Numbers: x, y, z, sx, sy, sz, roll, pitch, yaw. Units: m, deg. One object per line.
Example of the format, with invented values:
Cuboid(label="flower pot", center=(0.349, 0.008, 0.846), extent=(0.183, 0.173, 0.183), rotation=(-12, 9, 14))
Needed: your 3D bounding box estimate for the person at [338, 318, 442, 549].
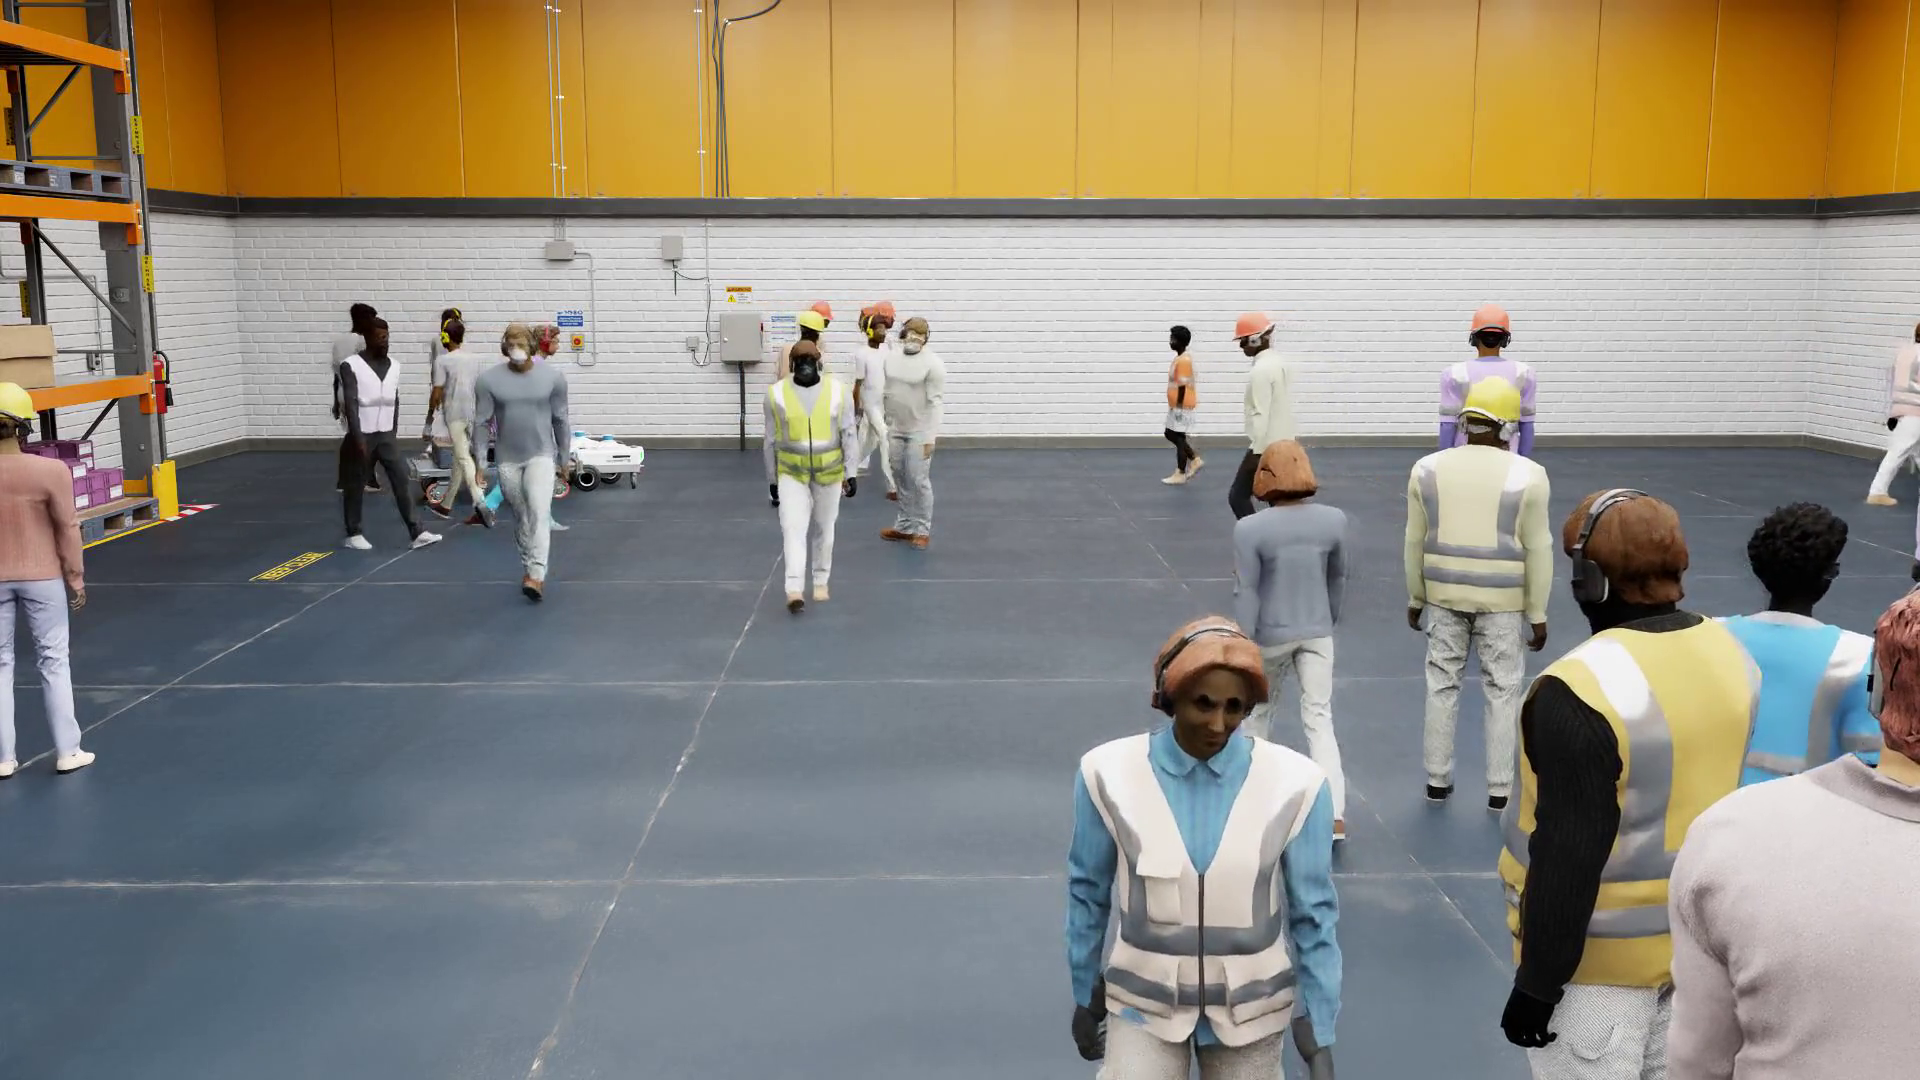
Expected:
Cuboid(label="person", center=(-4.633, -0.828, 13.311), extent=(0.967, 1.874, 0.614), rotation=(6, 11, 31))

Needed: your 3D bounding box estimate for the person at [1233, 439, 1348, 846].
Cuboid(label="person", center=(1.334, 0.396, 6.645), extent=(0.502, 1.595, 0.831), rotation=(-1, 9, -9))

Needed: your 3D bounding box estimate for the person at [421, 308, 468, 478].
Cuboid(label="person", center=(-5.490, -1.568, 17.906), extent=(0.533, 1.853, 0.639), rotation=(5, 10, 26))

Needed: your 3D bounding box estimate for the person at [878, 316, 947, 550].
Cuboid(label="person", center=(-0.417, -0.870, 13.507), extent=(0.795, 1.893, 0.436), rotation=(9, 13, 44))

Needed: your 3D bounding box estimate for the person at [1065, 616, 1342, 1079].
Cuboid(label="person", center=(0.462, 0.941, 3.219), extent=(0.519, 1.621, 0.413), rotation=(1, 9, 6))

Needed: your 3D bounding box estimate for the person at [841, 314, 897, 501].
Cuboid(label="person", center=(-0.873, -1.308, 16.387), extent=(0.954, 1.836, 0.518), rotation=(5, 10, 26))

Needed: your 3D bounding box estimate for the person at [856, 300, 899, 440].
Cuboid(label="person", center=(-0.968, -1.798, 19.144), extent=(0.792, 1.913, 0.549), rotation=(0, 9, 3))

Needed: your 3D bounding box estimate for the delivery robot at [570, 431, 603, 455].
Cuboid(label="delivery robot", center=(-4.003, -0.907, 17.529), extent=(0.707, 0.478, 0.477), rotation=(-6, 11, -33))

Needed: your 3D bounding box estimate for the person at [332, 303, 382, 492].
Cuboid(label="person", center=(-6.036, -1.434, 16.857), extent=(0.633, 1.926, 0.526), rotation=(6, 11, 33))

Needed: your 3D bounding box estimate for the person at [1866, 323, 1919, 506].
Cuboid(label="person", center=(9.190, -1.204, 15.909), extent=(0.995, 1.783, 0.611), rotation=(0, 9, 3))

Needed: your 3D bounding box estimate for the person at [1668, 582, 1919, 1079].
Cuboid(label="person", center=(1.241, 0.974, 2.148), extent=(0.405, 1.911, 0.636), rotation=(-7, 11, -36))

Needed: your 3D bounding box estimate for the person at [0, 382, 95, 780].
Cuboid(label="person", center=(-4.196, 0.184, 7.428), extent=(0.533, 1.767, 0.327), rotation=(-3, 10, -16))

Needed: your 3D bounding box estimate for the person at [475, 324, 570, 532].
Cuboid(label="person", center=(-3.732, -0.931, 14.153), extent=(0.716, 1.805, 0.577), rotation=(-7, 11, -35))

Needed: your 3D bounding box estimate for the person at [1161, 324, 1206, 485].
Cuboid(label="person", center=(2.322, -1.406, 17.405), extent=(0.393, 1.681, 0.551), rotation=(1, 9, 5))

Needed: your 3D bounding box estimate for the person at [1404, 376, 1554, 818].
Cuboid(label="person", center=(2.160, 0.237, 6.936), extent=(0.618, 1.824, 0.403), rotation=(6, 11, 33))

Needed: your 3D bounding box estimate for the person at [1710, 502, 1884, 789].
Cuboid(label="person", center=(2.075, 0.741, 4.225), extent=(0.367, 1.684, 0.551), rotation=(-8, 12, -41))

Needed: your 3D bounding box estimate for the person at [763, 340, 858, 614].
Cuboid(label="person", center=(-0.990, -0.424, 11.067), extent=(0.624, 1.791, 0.954), rotation=(-1, 9, -7))

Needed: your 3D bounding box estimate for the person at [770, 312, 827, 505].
Cuboid(label="person", center=(-1.566, -1.262, 16.044), extent=(0.671, 1.865, 0.957), rotation=(5, 11, 30))

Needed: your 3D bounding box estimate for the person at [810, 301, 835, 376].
Cuboid(label="person", center=(-1.811, -1.882, 19.718), extent=(0.723, 1.903, 0.552), rotation=(-2, 9, -9))

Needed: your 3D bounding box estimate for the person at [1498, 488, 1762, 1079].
Cuboid(label="person", center=(1.304, 0.812, 3.353), extent=(0.629, 1.840, 0.429), rotation=(-7, 12, -36))

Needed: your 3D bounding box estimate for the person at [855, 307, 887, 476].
Cuboid(label="person", center=(-0.887, -1.622, 18.222), extent=(0.778, 1.865, 0.582), rotation=(-1, 9, -6))

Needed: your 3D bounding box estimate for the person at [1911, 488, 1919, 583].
Cuboid(label="person", center=(4.639, 0.083, 7.615), extent=(0.408, 1.906, 0.652), rotation=(-3, 10, -18))

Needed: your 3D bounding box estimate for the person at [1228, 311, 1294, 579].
Cuboid(label="person", center=(2.197, -0.666, 12.030), extent=(0.569, 1.958, 0.685), rotation=(5, 11, 29))

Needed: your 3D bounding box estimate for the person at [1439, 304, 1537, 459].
Cuboid(label="person", center=(3.372, -0.491, 10.717), extent=(0.608, 2.044, 0.372), rotation=(1, 9, 3))

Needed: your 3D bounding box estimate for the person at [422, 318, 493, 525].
Cuboid(label="person", center=(-4.533, -1.053, 14.827), extent=(0.936, 1.826, 0.539), rotation=(5, 10, 27))

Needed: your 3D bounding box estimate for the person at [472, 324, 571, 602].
Cuboid(label="person", center=(-3.017, -0.533, 11.449), extent=(0.647, 1.879, 1.035), rotation=(-1, 9, -7))

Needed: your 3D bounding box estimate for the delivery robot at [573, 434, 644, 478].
Cuboid(label="delivery robot", center=(-3.624, -0.847, 17.163), extent=(0.707, 0.478, 0.477), rotation=(-2, 9, -14))
